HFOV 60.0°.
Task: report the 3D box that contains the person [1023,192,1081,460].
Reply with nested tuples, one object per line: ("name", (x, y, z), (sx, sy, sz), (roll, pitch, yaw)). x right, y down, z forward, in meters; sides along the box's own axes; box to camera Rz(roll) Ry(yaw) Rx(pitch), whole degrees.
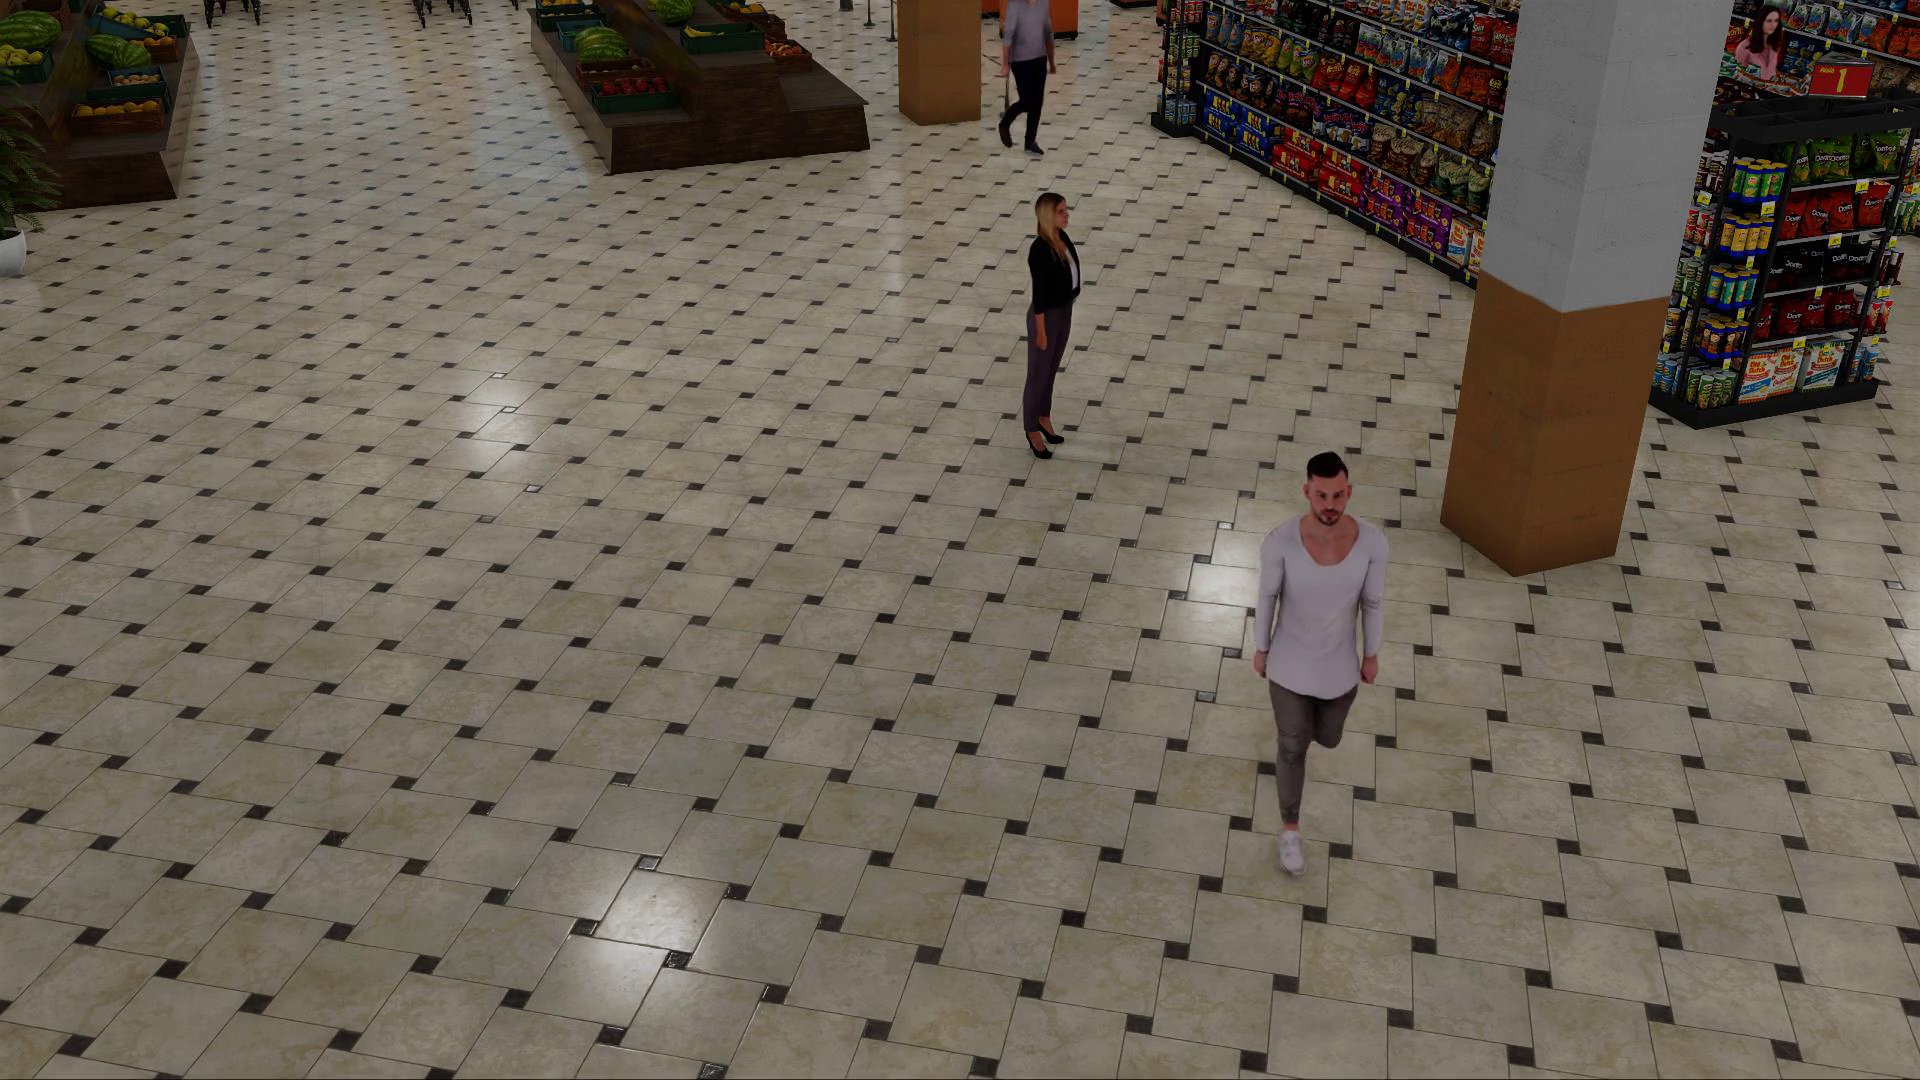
("person", (0.538, -1.336, 10.295), (0.728, 1.672, 0.675), (14, 32, 24))

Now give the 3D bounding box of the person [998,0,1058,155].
("person", (0.604, -4.711, 16.316), (0.809, 1.826, 0.850), (-22, 35, -34))

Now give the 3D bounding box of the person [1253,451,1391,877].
("person", (1.462, 0.443, 6.884), (0.921, 1.818, 1.163), (1, 29, 1))

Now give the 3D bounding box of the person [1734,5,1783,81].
("person", (6.909, -3.784, 14.643), (0.608, 1.803, 0.513), (-9, 30, -16))
